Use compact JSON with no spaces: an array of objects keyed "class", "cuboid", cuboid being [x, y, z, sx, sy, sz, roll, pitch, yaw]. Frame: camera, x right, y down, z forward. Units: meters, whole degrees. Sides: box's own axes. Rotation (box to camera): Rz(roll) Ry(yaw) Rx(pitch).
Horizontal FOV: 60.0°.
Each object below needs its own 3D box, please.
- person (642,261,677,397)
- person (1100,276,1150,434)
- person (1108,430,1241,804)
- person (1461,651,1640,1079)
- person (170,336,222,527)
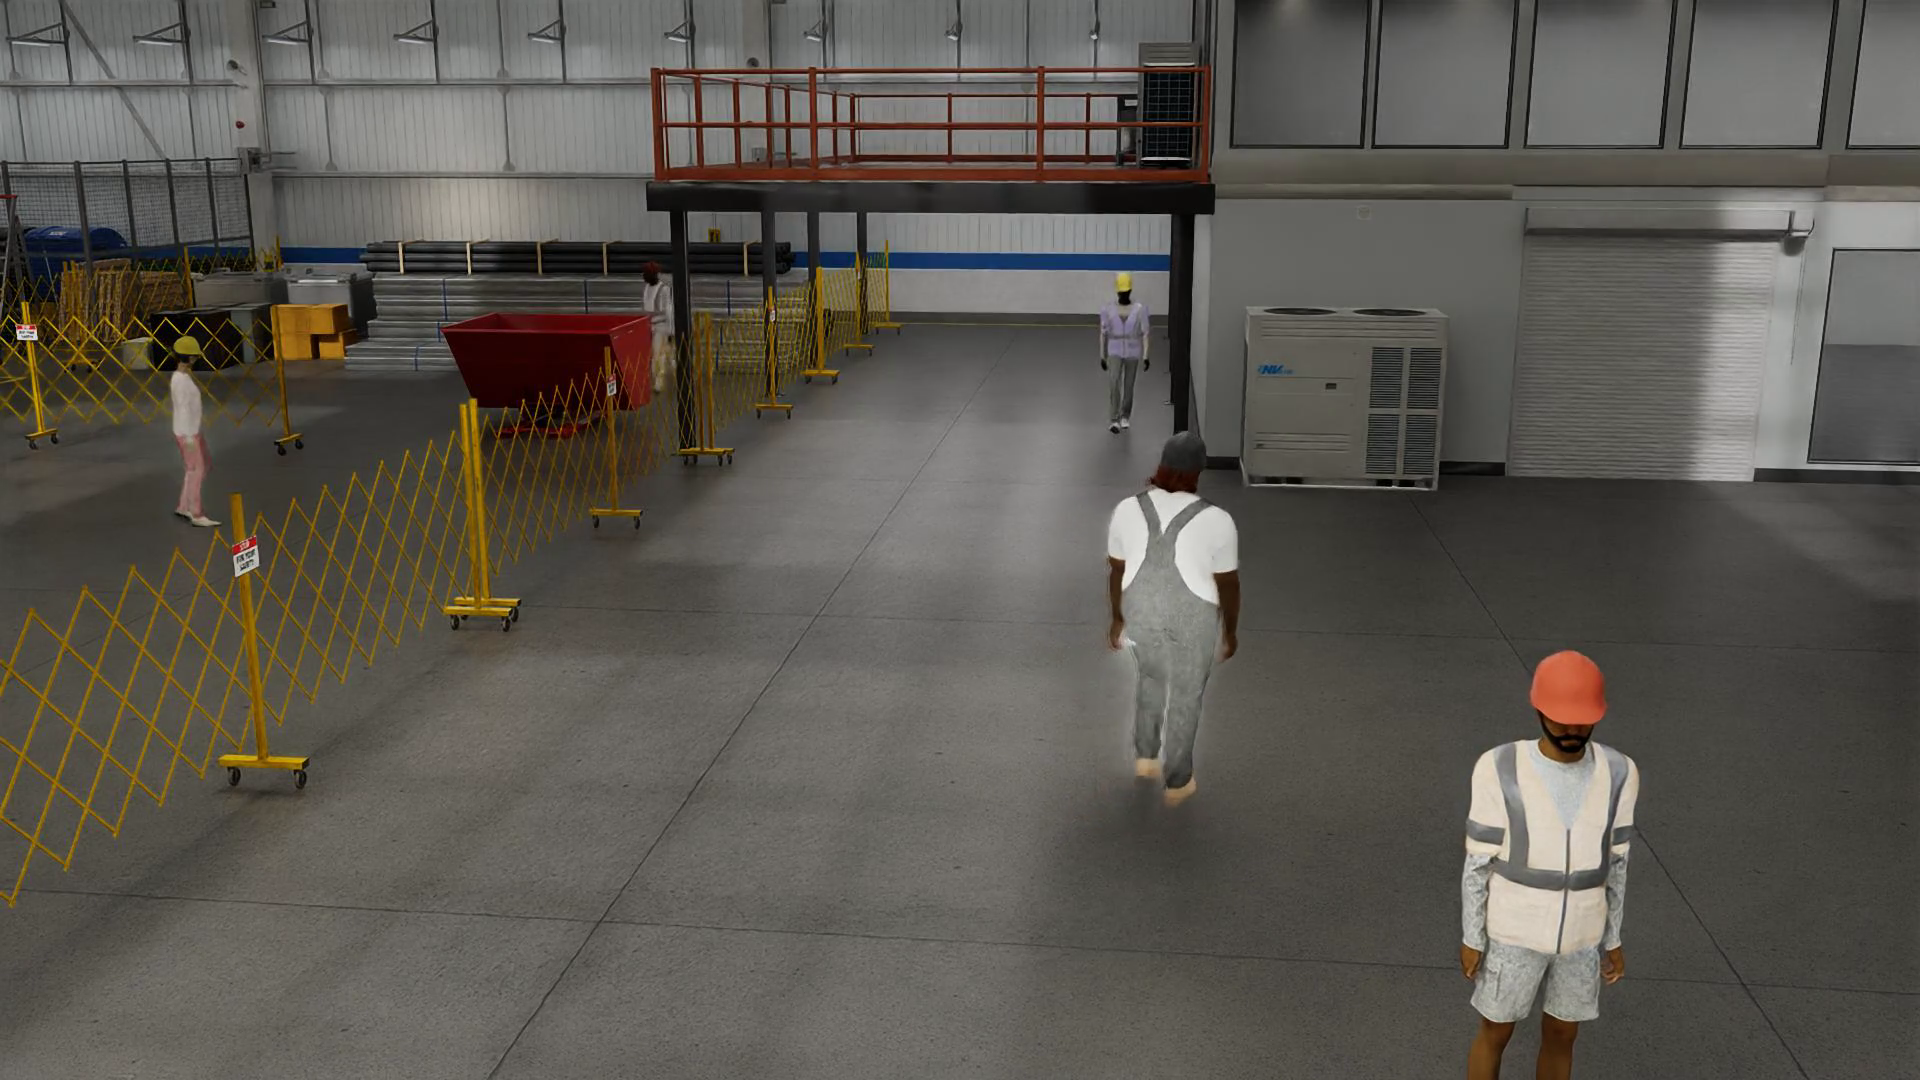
[{"class":"person","cuboid":[-4.060,-2.915,22.857,0.786,1.857,0.620,-12,18,-40]},{"class":"person","cuboid":[1.979,-2.230,20.008,0.608,1.869,0.988,2,14,7]},{"class":"person","cuboid":[1.168,0.397,8.917,0.705,2.000,0.557,7,15,26]},{"class":"person","cuboid":[1.938,1.288,5.491,0.551,1.934,0.373,0,14,0]},{"class":"person","cuboid":[-6.992,-0.976,15.124,0.373,1.757,0.534,-5,15,-19]}]
